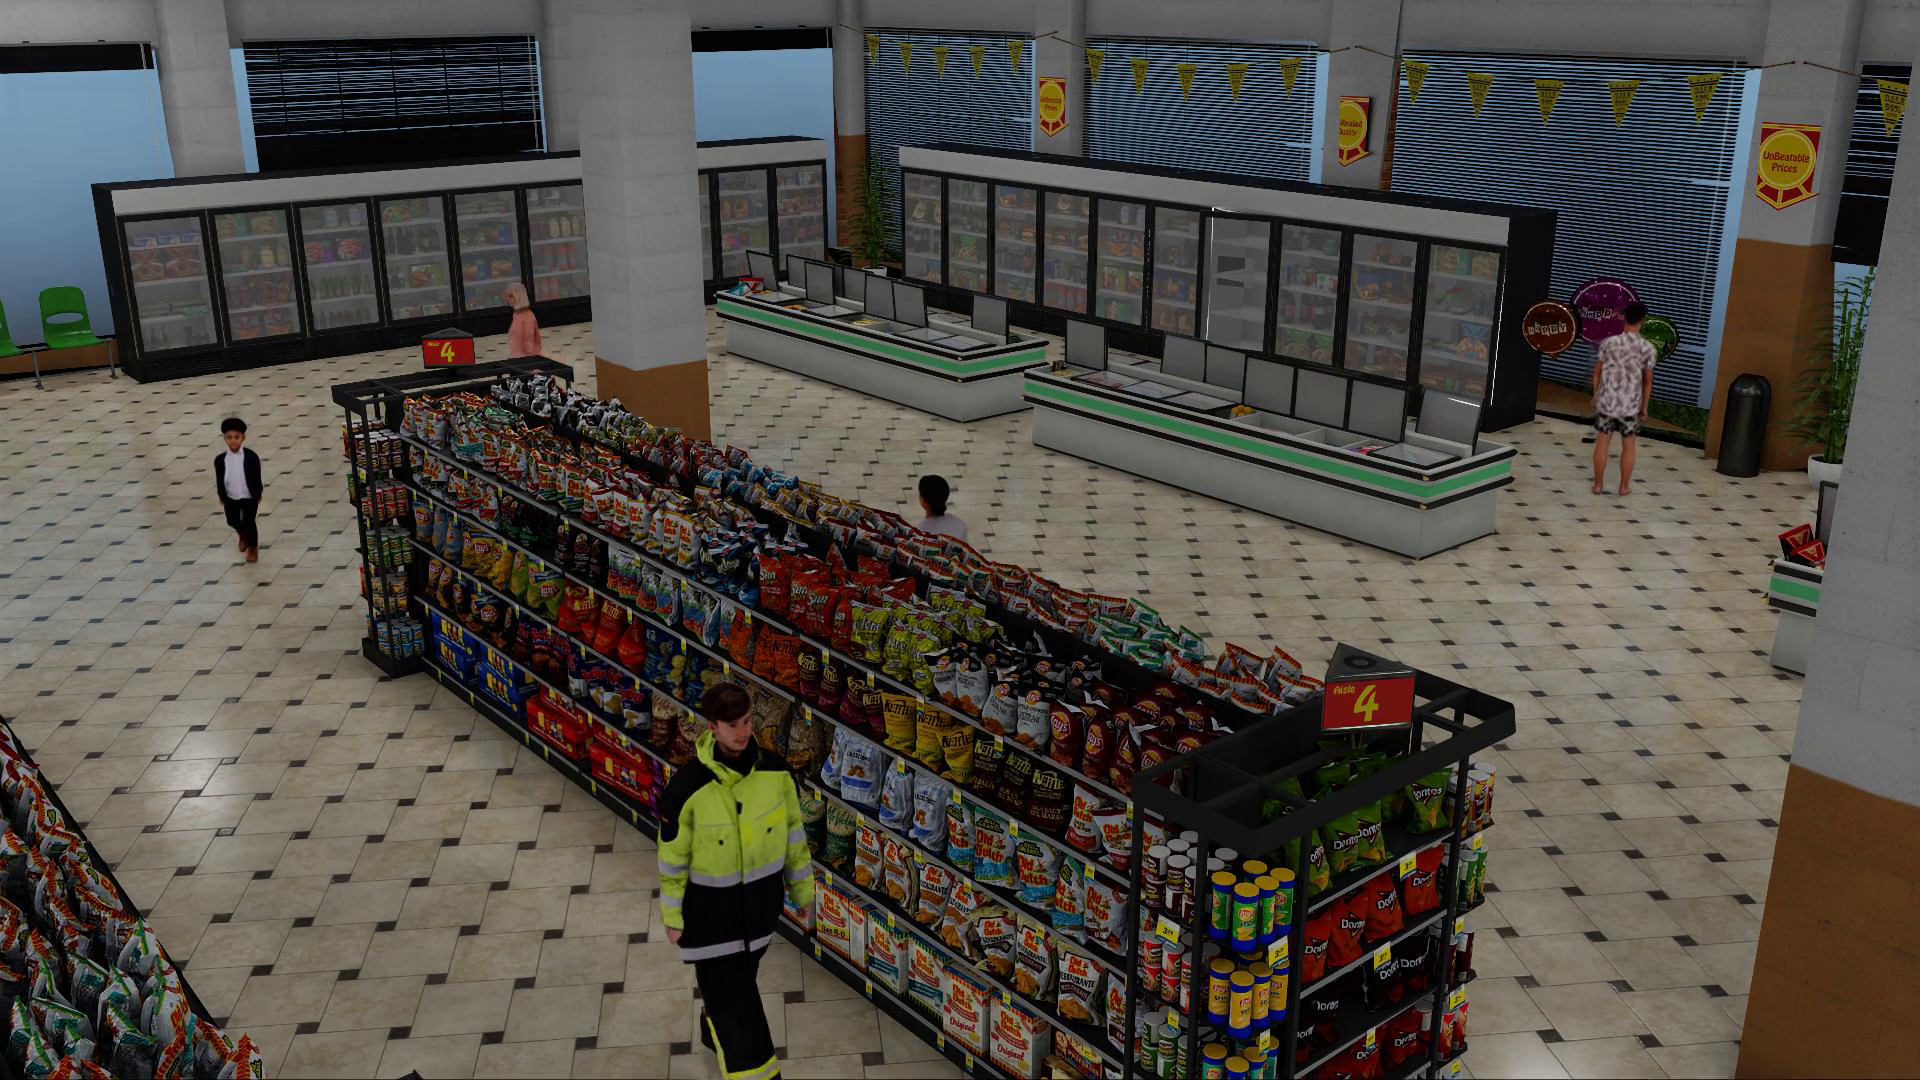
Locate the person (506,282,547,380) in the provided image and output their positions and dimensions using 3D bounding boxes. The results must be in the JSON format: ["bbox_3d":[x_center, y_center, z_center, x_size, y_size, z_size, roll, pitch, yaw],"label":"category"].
[{"bbox_3d":[-4.411,-1.835,17.289,0.725,1.682,1.029,-14,23,-36],"label":"person"}]

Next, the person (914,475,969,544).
[{"bbox_3d":[-0.148,0.432,10.494,0.633,1.728,0.547,-13,23,-34],"label":"person"}]

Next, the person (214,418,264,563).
[{"bbox_3d":[-5.997,-0.433,13.864,0.651,1.215,0.740,-4,19,-11],"label":"person"}]

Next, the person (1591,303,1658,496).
[{"bbox_3d":[6.131,-1.302,15.503,0.715,1.813,0.841,9,20,24],"label":"person"}]

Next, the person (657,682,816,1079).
[{"bbox_3d":[-1.002,1.487,7.039,0.781,1.936,1.174,-14,23,-36],"label":"person"}]
